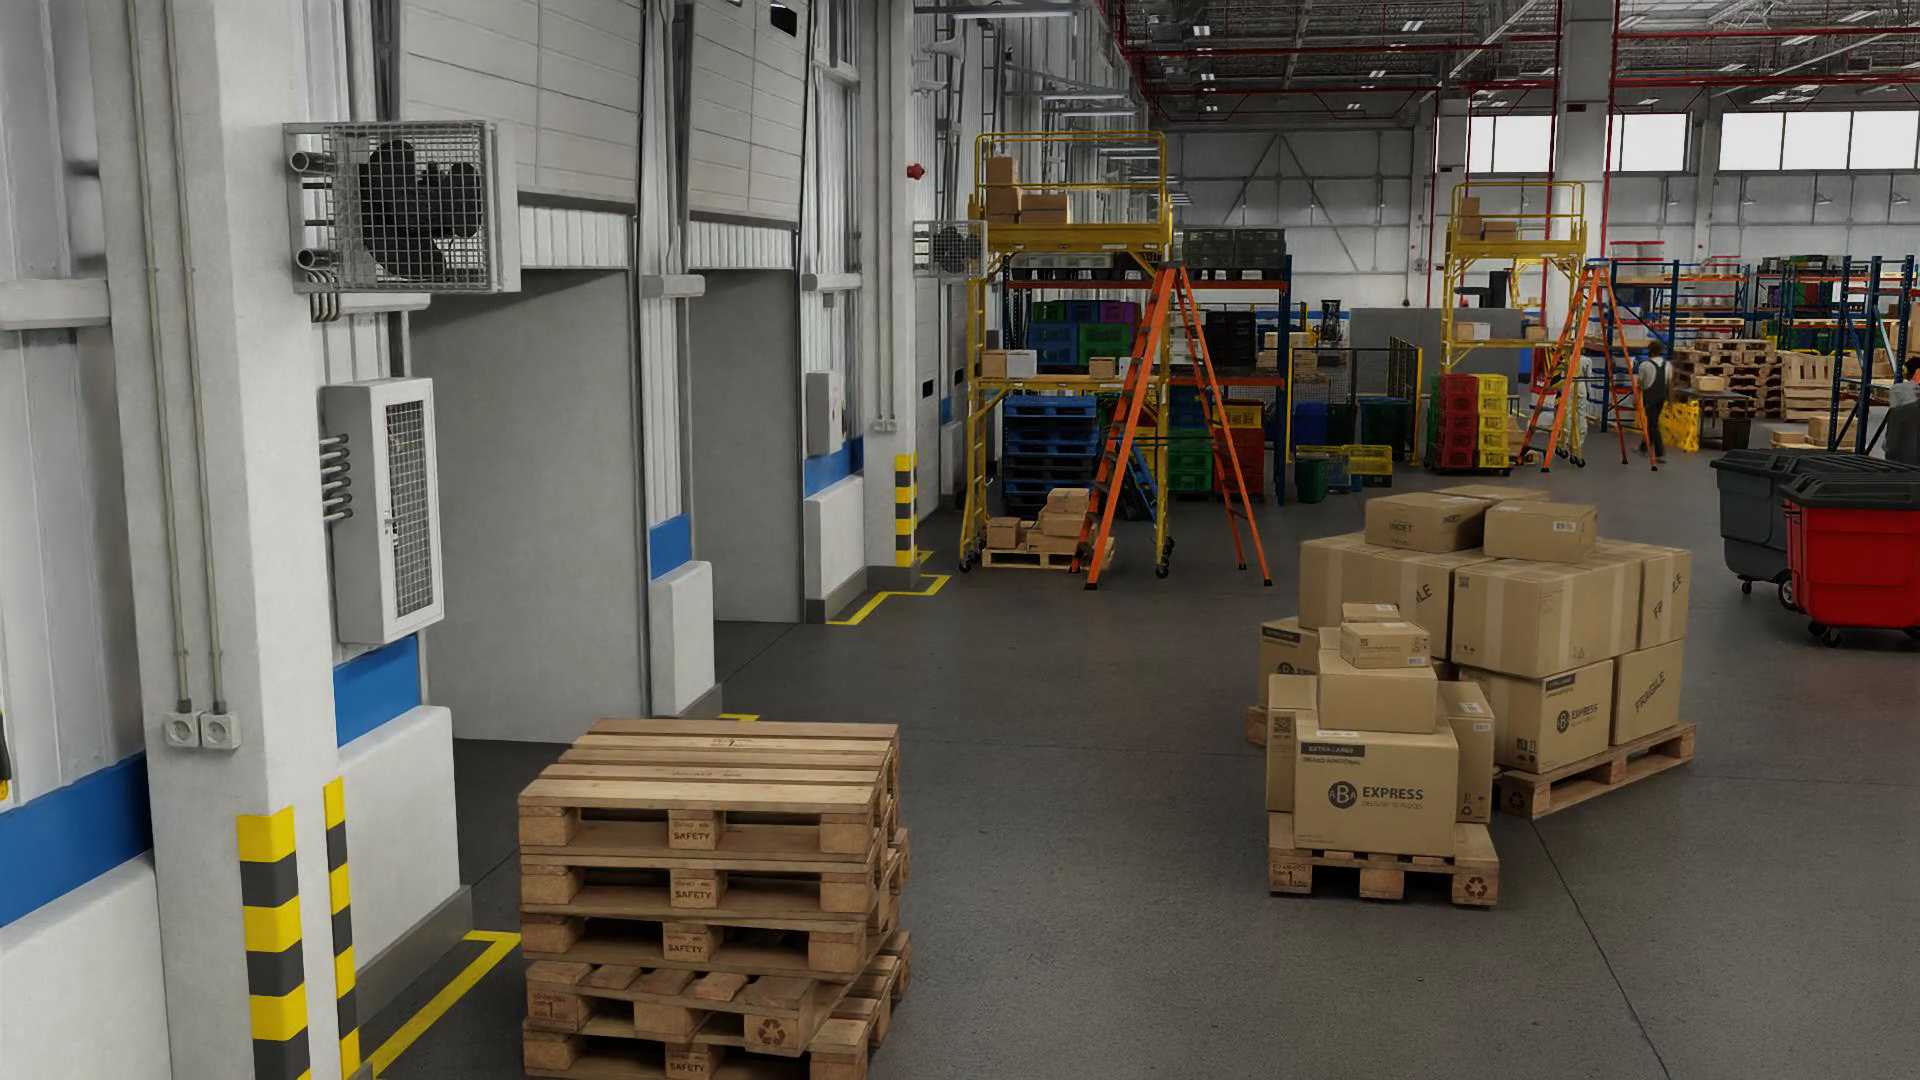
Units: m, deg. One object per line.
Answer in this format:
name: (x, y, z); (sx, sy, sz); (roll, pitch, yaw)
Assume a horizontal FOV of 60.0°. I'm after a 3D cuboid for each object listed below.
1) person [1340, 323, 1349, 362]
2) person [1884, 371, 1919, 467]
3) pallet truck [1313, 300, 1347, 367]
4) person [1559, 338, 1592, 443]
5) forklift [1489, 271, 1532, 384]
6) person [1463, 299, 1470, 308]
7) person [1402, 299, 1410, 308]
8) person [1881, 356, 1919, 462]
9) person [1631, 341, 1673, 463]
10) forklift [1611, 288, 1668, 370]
person: (9.479, -4.577, 40.132); (0.594, 1.855, 0.586); (4, 10, 25)
person: (8.807, -0.596, 15.247); (0.645, 1.980, 0.459); (3, 10, 17)
pallet truck: (11.159, -6.200, 49.718); (0.823, 1.965, 1.885); (4, 10, 26)
person: (10.160, -2.466, 27.475); (0.494, 1.741, 0.309); (1, 9, 9)
forklift: (13.422, -5.322, 41.591); (1.873, 2.768, 1.129); (1, 9, 9)
person: (16.979, -7.176, 56.078); (1.029, 1.881, 0.553); (-1, 9, -9)
person: (14.309, -6.778, 53.467); (0.638, 1.938, 0.357); (1, 9, 9)
person: (10.953, -1.190, 19.230); (0.538, 1.864, 0.313); (1, 9, 9)
person: (10.360, -2.075, 24.909); (0.498, 1.792, 0.942); (-2, 9, -13)
forklift: (18.974, -6.151, 46.705); (1.873, 2.768, 1.129); (-3, 10, -17)
